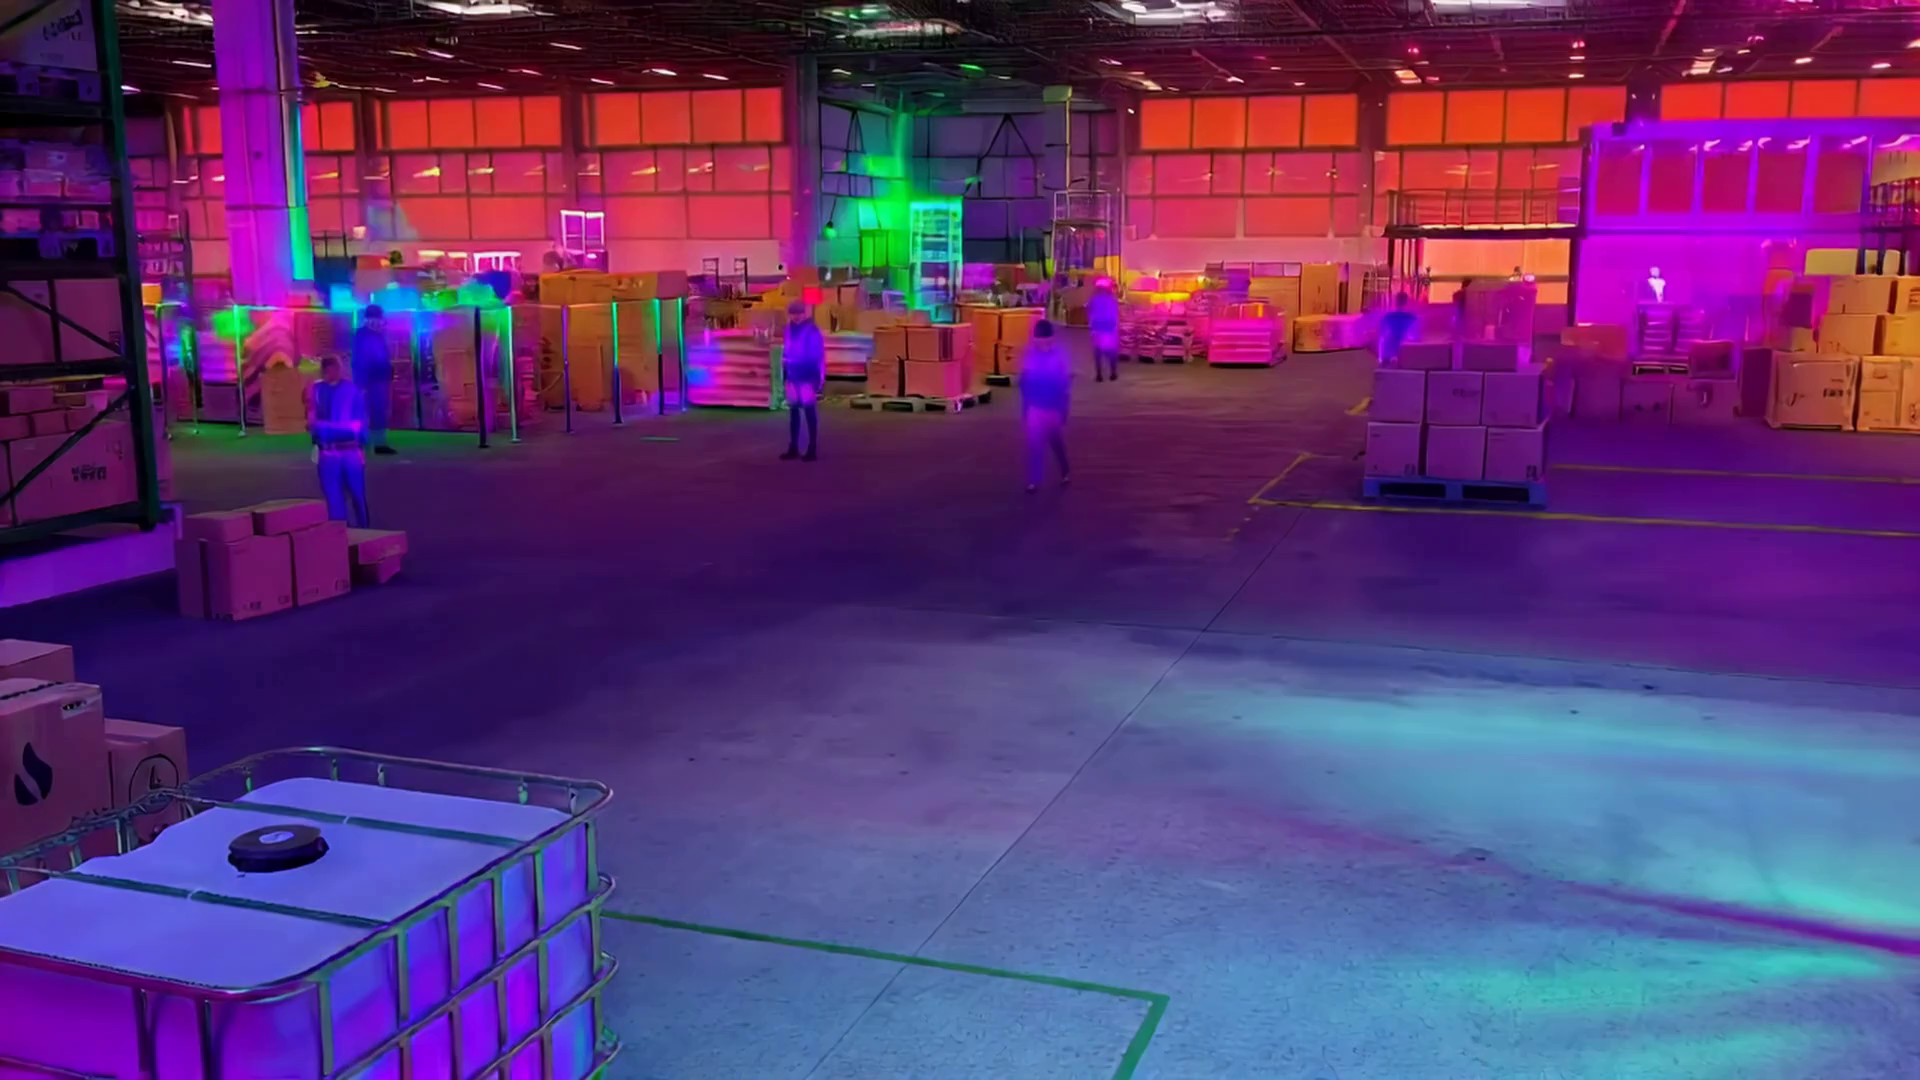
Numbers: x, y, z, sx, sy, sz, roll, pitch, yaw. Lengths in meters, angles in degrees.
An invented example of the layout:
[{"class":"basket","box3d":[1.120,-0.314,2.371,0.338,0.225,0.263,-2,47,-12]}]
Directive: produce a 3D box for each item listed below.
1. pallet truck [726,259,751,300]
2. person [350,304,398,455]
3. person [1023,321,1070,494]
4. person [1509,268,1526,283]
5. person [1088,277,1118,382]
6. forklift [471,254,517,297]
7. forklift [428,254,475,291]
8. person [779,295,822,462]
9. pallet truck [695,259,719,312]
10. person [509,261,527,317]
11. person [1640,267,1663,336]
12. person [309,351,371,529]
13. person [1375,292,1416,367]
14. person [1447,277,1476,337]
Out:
[{"class":"pallet truck","box3d":[-7.986,-9.493,62.019,0.823,1.965,1.885,3,11,17]},{"class":"person","box3d":[-7.014,-1.902,19.791,0.508,1.806,0.605,2,10,11]},{"class":"person","box3d":[0.890,-1.359,16.916,0.536,1.746,0.639,5,11,27]},{"class":"person","box3d":[16.955,-7.377,50.636,0.519,1.818,0.864,3,11,18]},{"class":"person","box3d":[2.604,-3.837,30.417,0.559,1.904,0.648,3,10,14]},{"class":"forklift","box3d":[-17.990,-10.121,64.684,1.157,1.987,2.680,3,11,17]},{"class":"forklift","box3d":[-20.133,-10.254,65.465,1.157,1.987,2.680,3,11,19]},{"class":"person","box3d":[-1.856,-1.863,19.245,0.542,1.929,0.374,6,12,31]},{"class":"pallet truck","box3d":[-9.165,-9.627,62.776,0.823,1.965,1.885,4,11,23]},{"class":"person","box3d":[-12.861,-7.139,48.632,0.371,2.044,0.608,7,12,35]},{"class":"person","box3d":[18.647,-6.377,44.766,0.632,1.893,0.521,-8,13,-38]},{"class":"person","box3d":[-5.121,-0.741,13.746,0.525,1.636,0.307,2,10,10]},{"class":"person","box3d":[6.307,-2.662,24.054,0.536,1.830,0.959,1,10,3]},{"class":"person","box3d":[9.328,-3.878,30.629,0.617,1.929,0.988,5,11,28]}]
